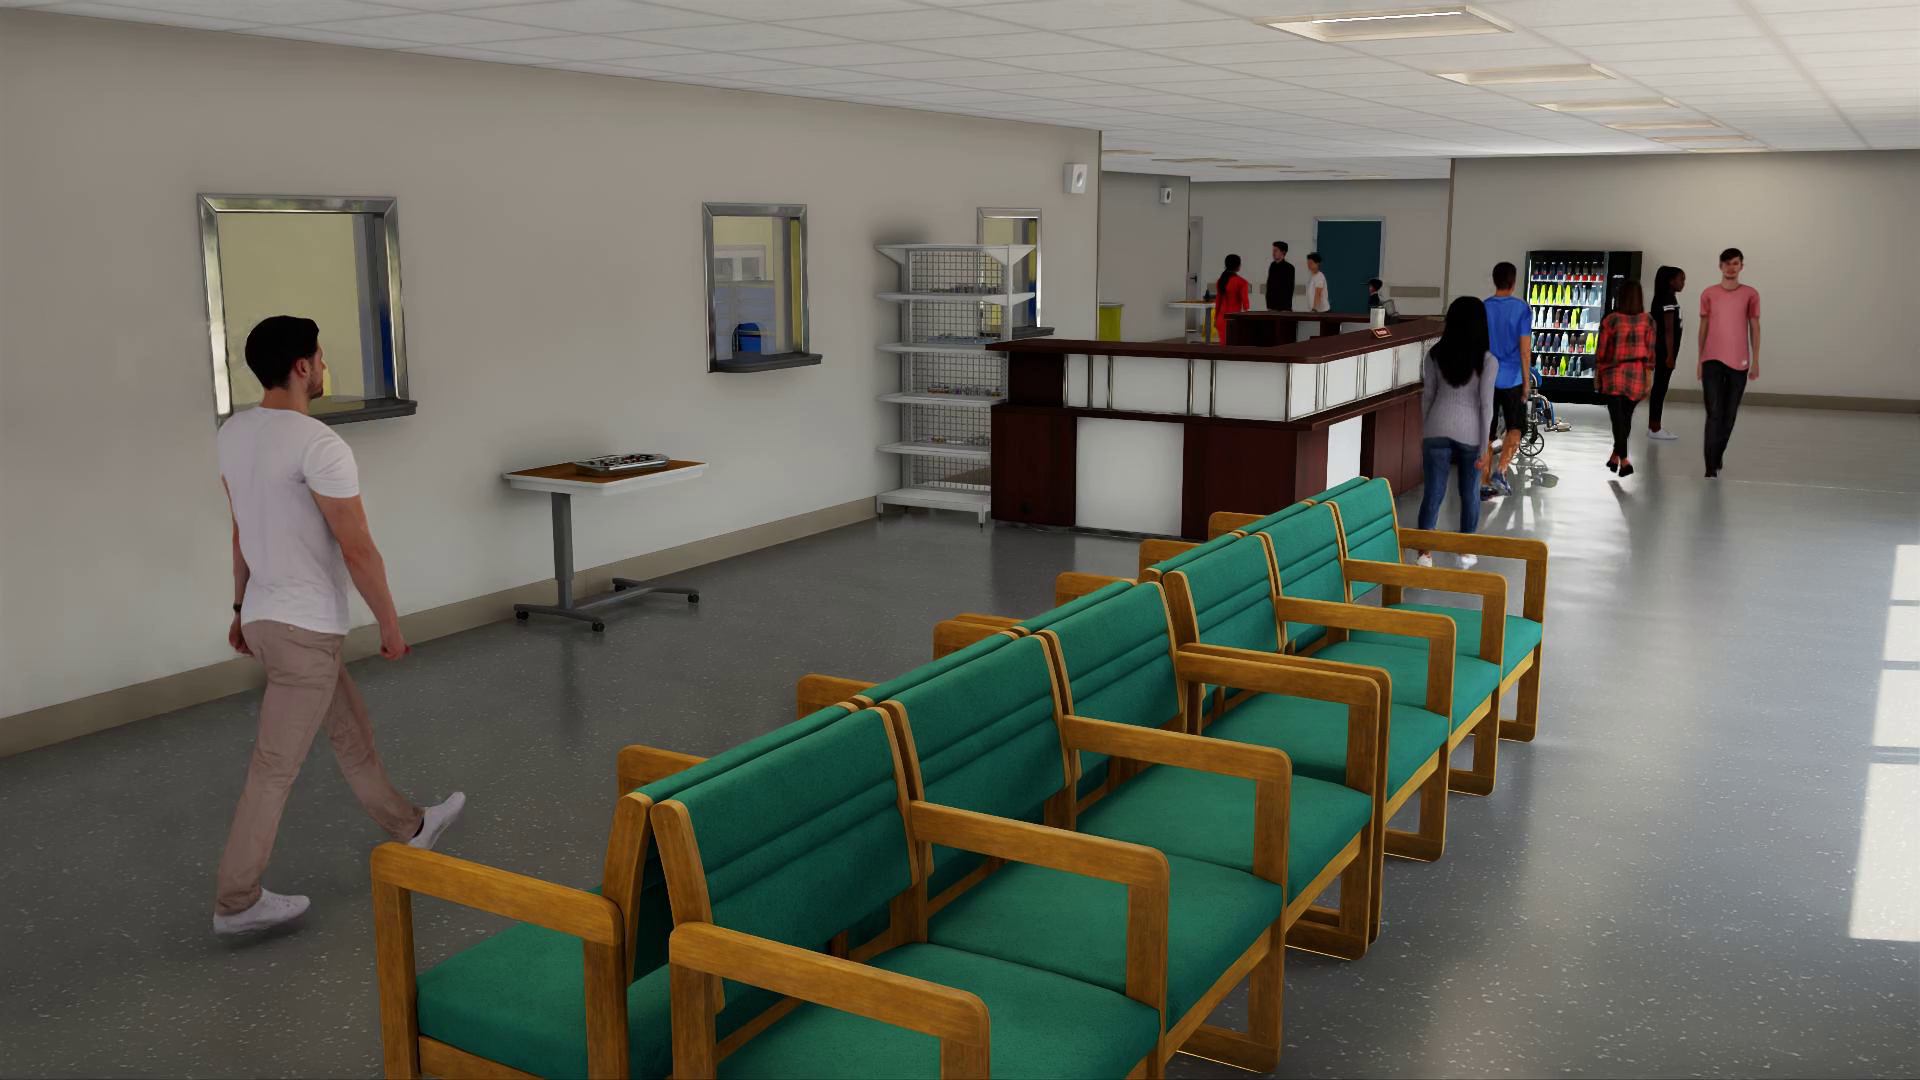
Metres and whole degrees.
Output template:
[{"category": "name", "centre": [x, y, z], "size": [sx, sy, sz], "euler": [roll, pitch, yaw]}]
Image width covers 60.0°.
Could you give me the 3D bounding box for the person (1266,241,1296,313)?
[{"category": "person", "centre": [4.538, -3.177, 23.223], "size": [1.198, 1.878, 1.268], "euler": [-5, 12, -26]}]

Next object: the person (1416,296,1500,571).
[{"category": "person", "centre": [2.932, -0.572, 9.978], "size": [1.084, 1.699, 0.699], "euler": [6, 12, 28]}]

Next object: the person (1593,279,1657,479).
[{"category": "person", "centre": [5.605, -1.319, 14.009], "size": [1.105, 1.663, 0.967], "euler": [1, 11, 7]}]

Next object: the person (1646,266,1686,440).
[{"category": "person", "centre": [7.188, -1.918, 16.954], "size": [0.621, 1.742, 0.646], "euler": [4, 11, 19]}]

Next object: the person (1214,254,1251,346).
[{"category": "person", "centre": [3.377, -2.736, 21.182], "size": [0.785, 1.772, 0.726], "euler": [-10, 15, -43]}]

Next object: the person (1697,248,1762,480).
[{"category": "person", "centre": [6.560, -1.490, 14.235], "size": [1.207, 1.915, 0.857], "euler": [4, 11, 19]}]

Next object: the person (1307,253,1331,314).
[{"category": "person", "centre": [5.680, -3.613, 25.970], "size": [1.026, 1.679, 0.923], "euler": [0, 11, 1]}]

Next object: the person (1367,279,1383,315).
[{"category": "person", "centre": [7.247, -3.931, 28.970], "size": [0.550, 1.216, 0.500], "euler": [6, 12, 28]}]

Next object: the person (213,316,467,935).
[{"category": "person", "centre": [-2.071, 0.300, 5.016], "size": [1.139, 1.835, 0.847], "euler": [8, 13, 36]}]

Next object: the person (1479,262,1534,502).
[{"category": "person", "centre": [4.184, -1.216, 12.957], "size": [0.578, 1.853, 0.687], "euler": [7, 13, 32]}]
